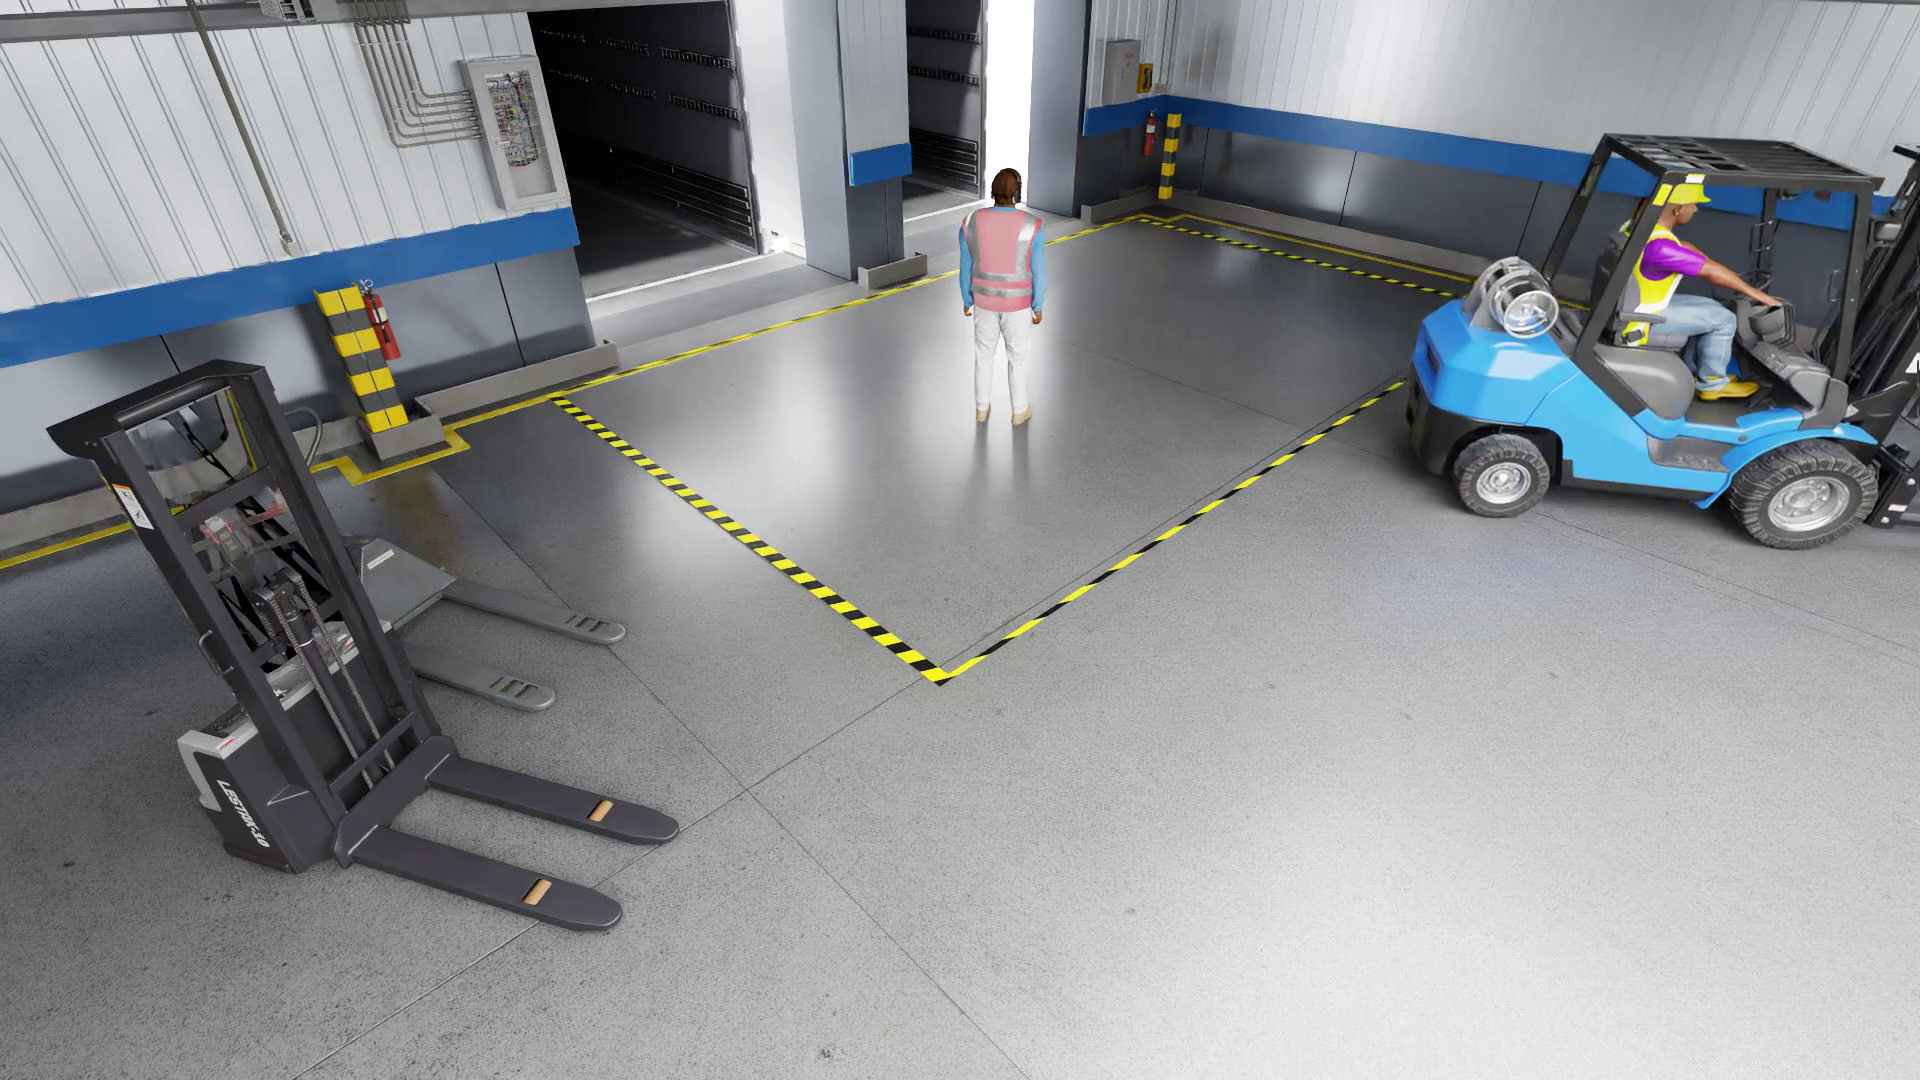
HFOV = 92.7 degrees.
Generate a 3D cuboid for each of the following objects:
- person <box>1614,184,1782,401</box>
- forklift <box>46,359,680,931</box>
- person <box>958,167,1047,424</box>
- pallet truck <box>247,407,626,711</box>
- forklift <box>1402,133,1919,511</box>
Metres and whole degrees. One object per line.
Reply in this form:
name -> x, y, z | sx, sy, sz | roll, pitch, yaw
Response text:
person -> 4.472, -1.494, 5.522 | 1.004, 1.294, 0.635 | 8, 35, 11
forklift -> -2.135, 0.422, 3.354 | 1.885, 1.965, 0.823 | 10, 35, 14
person -> 0.313, -1.727, 6.651 | 0.630, 1.842, 0.429 | 8, 35, 12
pallet truck -> -2.628, 0.038, 4.590 | 1.601, 1.201, 0.680 | 12, 36, 18
forklift -> 4.416, -1.351, 5.645 | 2.680, 2.036, 1.157 | 8, 35, 11
